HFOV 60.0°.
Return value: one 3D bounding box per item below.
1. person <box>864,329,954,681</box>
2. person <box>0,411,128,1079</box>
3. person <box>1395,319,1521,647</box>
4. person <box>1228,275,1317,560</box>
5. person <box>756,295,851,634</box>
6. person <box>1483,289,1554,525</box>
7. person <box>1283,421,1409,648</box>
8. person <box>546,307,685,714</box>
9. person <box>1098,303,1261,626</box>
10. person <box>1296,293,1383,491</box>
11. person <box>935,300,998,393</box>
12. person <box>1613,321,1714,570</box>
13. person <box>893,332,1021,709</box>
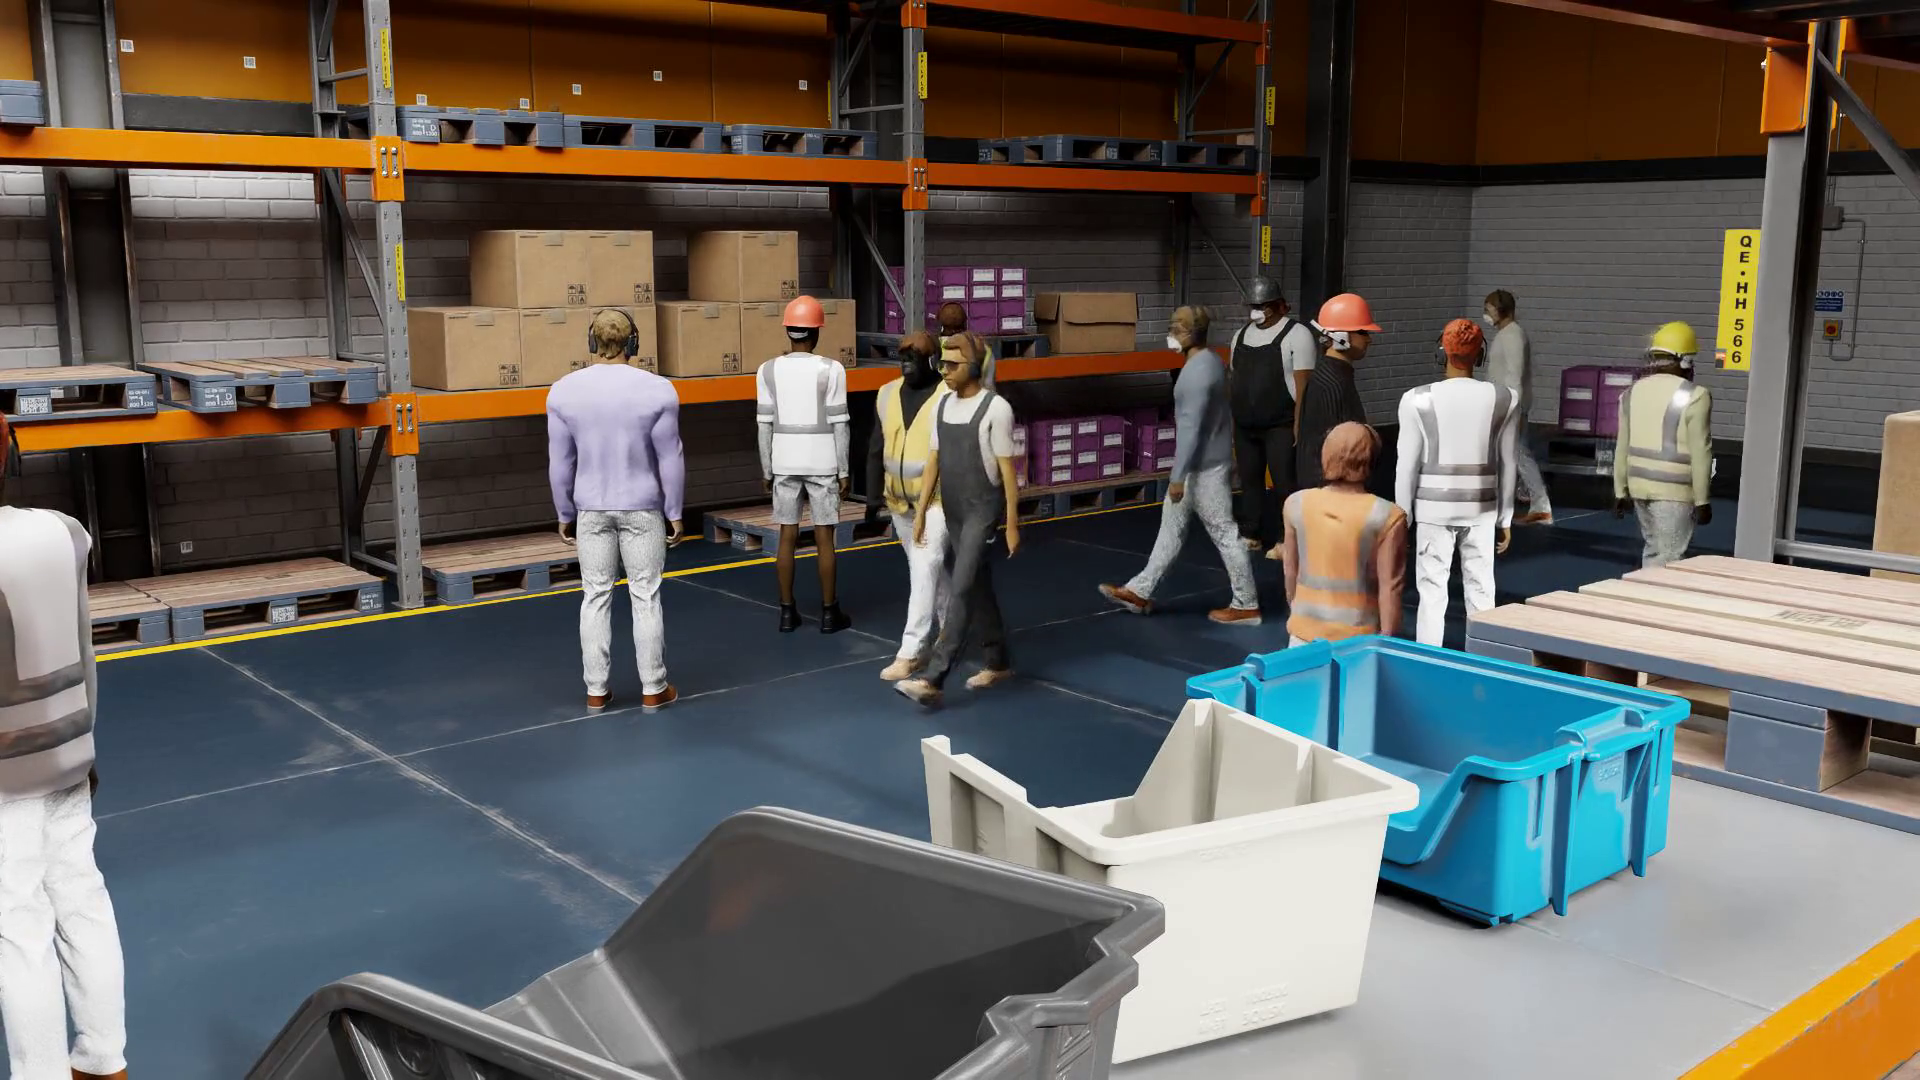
[{"bbox_3d":[-0.170,-0.224,8.818,0.632,1.804,0.939,7,12,33],"label":"person"},{"bbox_3d":[-2.317,0.584,4.067,0.358,1.881,0.574,1,10,8],"label":"person"},{"bbox_3d":[2.347,-0.101,7.900,0.573,1.882,0.359,1,10,4],"label":"person"},{"bbox_3d":[2.161,-0.890,11.876,0.688,2.000,0.535,10,14,44],"label":"person"},{"bbox_3d":[-0.884,-0.424,9.551,0.542,1.939,0.365,2,10,11],"label":"person"},{"bbox_3d":[4.239,-1.031,13.120,0.941,1.876,0.636,4,11,20],"label":"person"},{"bbox_3d":[1.376,0.362,6.107,0.511,1.597,0.871,7,12,34],"label":"person"},{"bbox_3d":[-1.616,-0.130,7.902,0.635,1.939,0.362,0,10,0],"label":"person"},{"bbox_3d":[1.309,-0.422,9.687,1.027,1.883,0.649,2,10,11],"label":"person"},{"bbox_3d":[1.830,-0.196,8.117,0.382,1.995,0.612,1,10,4],"label":"person"},{"bbox_3d":[-0.048,-0.723,11.489,0.633,1.846,0.429,0,10,2],"label":"person"},{"bbox_3d":[3.793,-0.285,9.106,0.702,1.816,0.585,-4,11,-20],"label":"person"},{"bbox_3d":[-0.040,-0.095,8.081,0.933,1.800,0.537,-9,13,-40],"label":"person"}]
